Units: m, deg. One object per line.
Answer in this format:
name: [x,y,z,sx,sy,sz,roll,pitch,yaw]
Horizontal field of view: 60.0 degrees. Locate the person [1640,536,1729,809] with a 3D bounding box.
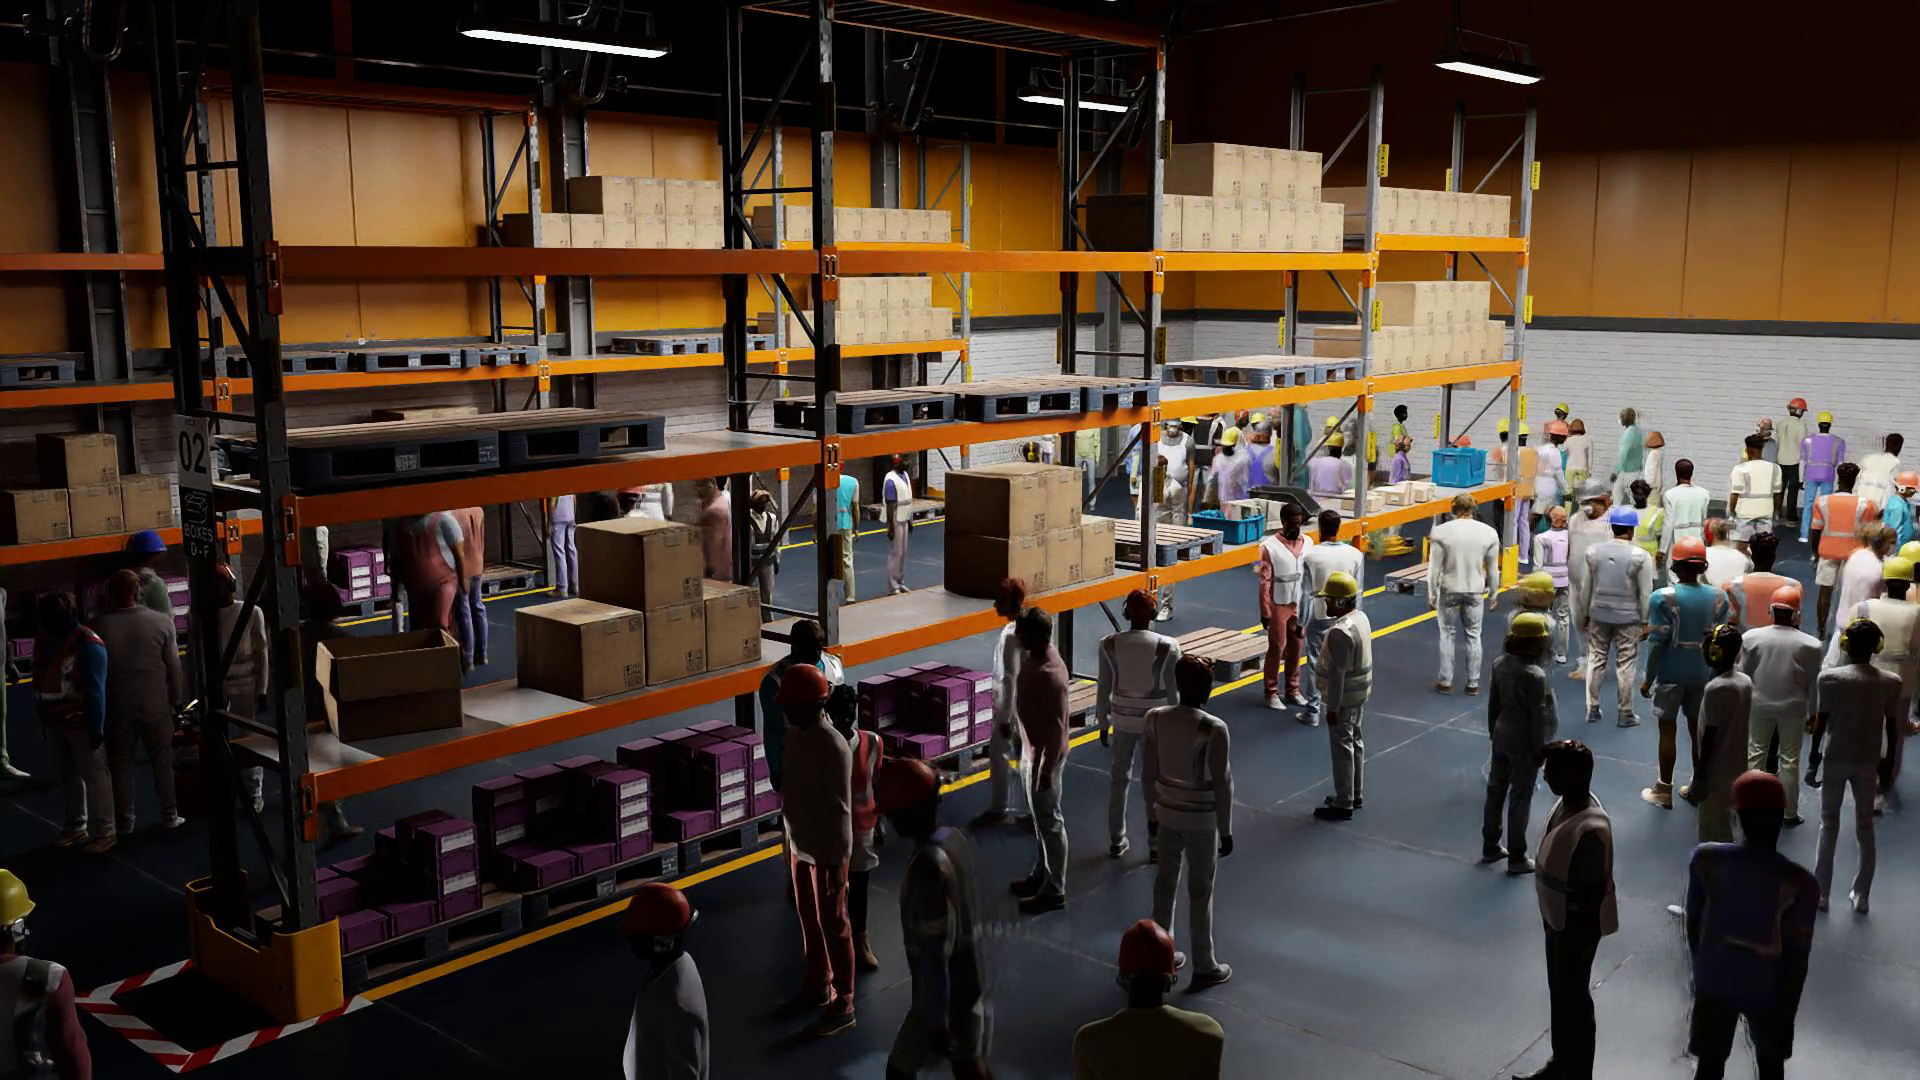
person: [5.374,0.983,12.410,0.615,2.041,0.387,-1,10,-7]

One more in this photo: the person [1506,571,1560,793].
person: [4.359,1.091,12.696,0.394,1.717,0.501,-5,11,-28]

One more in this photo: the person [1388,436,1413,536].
person: [6.203,-0.663,23.472,0.319,1.631,0.524,3,10,20]

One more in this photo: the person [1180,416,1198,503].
person: [3.265,-0.940,24.271,0.394,1.919,0.586,4,10,22]

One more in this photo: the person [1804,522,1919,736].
person: [7.738,0.765,14.229,1.043,1.876,0.618,2,10,9]

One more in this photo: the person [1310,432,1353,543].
person: [4.727,-0.438,21.324,0.594,1.898,0.828,7,12,37]

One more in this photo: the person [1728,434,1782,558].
person: [9.805,-0.333,20.541,0.627,1.954,0.376,0,10,1]

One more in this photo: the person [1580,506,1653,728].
person: [5.753,0.667,14.587,0.609,1.943,0.402,8,13,41]

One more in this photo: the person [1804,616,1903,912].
person: [5.590,1.407,10.434,0.503,1.860,0.312,1,10,9]

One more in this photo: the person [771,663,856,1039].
person: [-0.780,1.619,8.793,0.407,1.986,0.616,-6,11,-32]

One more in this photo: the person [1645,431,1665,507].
person: [10.003,-0.759,24.024,0.285,1.634,0.499,6,11,33]

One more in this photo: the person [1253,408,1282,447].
person: [4.676,-1.035,24.901,0.649,1.899,0.397,-6,11,-32]

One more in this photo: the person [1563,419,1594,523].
person: [9.586,-1.071,25.893,0.498,1.633,0.280,2,10,9]

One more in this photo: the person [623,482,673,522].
person: [-3.985,-0.390,21.191,0.697,1.857,0.345,0,10,0]

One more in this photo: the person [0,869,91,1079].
person: [-3.547,2.125,6.220,0.599,1.830,0.403,-1,10,-6]

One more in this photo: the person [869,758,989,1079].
person: [-0.177,1.901,7.094,0.907,1.981,0.630,3,10,16]

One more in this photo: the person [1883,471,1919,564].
person: [10.544,0.083,18.692,0.351,1.738,0.575,5,11,29]

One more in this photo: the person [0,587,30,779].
person: [-7.530,0.990,12.884,0.329,1.872,0.508,3,10,15]

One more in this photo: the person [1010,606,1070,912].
person: [0.512,1.363,10.458,0.350,1.935,0.635,-1,10,-5]

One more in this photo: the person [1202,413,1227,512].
person: [4.045,-1.323,26.511,0.387,1.930,0.544,-2,10,-11]

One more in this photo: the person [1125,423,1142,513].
person: [2.544,-1.023,24.428,0.415,2.035,0.609,1,10,8]

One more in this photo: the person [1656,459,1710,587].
person: [7.941,0.066,18.269,0.597,1.913,0.370,-3,10,-20]

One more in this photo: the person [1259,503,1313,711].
person: [2.957,0.600,15.119,0.598,1.907,0.408,-6,11,-30]

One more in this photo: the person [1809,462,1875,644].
person: [9.323,0.152,17.599,0.602,1.967,0.367,7,12,34]

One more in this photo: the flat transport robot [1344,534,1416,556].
flat transport robot: [5.645,0.013,23.481,0.652,0.197,1.431,-8,13,-41]

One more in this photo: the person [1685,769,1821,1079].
person: [3.410,1.936,7.242,0.543,1.877,0.958,7,12,35]

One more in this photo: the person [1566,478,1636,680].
person: [6.186,0.363,16.117,0.688,2.000,0.711,-7,12,-35]

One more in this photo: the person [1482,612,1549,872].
person: [3.750,1.342,11.159,0.322,1.743,0.489,-4,10,-21]

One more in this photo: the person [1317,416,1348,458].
person: [5.627,-1.002,25.177,0.485,1.737,0.321,-1,10,-8]

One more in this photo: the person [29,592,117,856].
person: [-6.110,1.253,11.443,0.631,1.837,0.430,5,11,26]

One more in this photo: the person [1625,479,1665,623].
person: [7.492,0.159,18.375,0.555,1.680,0.401,6,11,33]

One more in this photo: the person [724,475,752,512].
person: [-2.803,-0.309,20.723,0.430,1.845,0.624,-5,11,-26]

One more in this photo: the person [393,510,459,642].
person: [-5.448,0.204,17.066,0.681,2.000,0.535,-4,10,-22]

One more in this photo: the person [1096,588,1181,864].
person: [1.209,1.255,11.284,0.580,1.879,0.346,3,10,20]

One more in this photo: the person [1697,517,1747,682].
person: [6.694,0.717,14.685,0.629,1.813,0.639,-3,10,-17]

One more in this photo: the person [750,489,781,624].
person: [-2.170,0.267,17.919,0.514,1.634,0.313,-7,12,-34]

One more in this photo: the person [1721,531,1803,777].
person: [6.288,0.903,13.124,0.607,1.962,0.373,3,10,17]

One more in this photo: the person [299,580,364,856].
person: [-4.346,1.236,11.306,0.635,1.921,0.738,3,10,19]

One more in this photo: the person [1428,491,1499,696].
person: [4.731,0.503,15.659,0.652,1.923,0.407,1,10,7]

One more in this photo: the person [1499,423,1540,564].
person: [7.487,-0.611,22.321,0.591,1.913,0.394,-5,11,-30]

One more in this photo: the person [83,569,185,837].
person: [-5.855,1.151,11.811,0.637,1.911,0.406,-4,10,-24]

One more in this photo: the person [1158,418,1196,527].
person: [2.939,-0.826,23.215,0.679,2.000,0.535,1,10,8]

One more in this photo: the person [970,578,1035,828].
person: [0.395,1.169,11.884,0.605,1.853,0.686,4,10,22]
